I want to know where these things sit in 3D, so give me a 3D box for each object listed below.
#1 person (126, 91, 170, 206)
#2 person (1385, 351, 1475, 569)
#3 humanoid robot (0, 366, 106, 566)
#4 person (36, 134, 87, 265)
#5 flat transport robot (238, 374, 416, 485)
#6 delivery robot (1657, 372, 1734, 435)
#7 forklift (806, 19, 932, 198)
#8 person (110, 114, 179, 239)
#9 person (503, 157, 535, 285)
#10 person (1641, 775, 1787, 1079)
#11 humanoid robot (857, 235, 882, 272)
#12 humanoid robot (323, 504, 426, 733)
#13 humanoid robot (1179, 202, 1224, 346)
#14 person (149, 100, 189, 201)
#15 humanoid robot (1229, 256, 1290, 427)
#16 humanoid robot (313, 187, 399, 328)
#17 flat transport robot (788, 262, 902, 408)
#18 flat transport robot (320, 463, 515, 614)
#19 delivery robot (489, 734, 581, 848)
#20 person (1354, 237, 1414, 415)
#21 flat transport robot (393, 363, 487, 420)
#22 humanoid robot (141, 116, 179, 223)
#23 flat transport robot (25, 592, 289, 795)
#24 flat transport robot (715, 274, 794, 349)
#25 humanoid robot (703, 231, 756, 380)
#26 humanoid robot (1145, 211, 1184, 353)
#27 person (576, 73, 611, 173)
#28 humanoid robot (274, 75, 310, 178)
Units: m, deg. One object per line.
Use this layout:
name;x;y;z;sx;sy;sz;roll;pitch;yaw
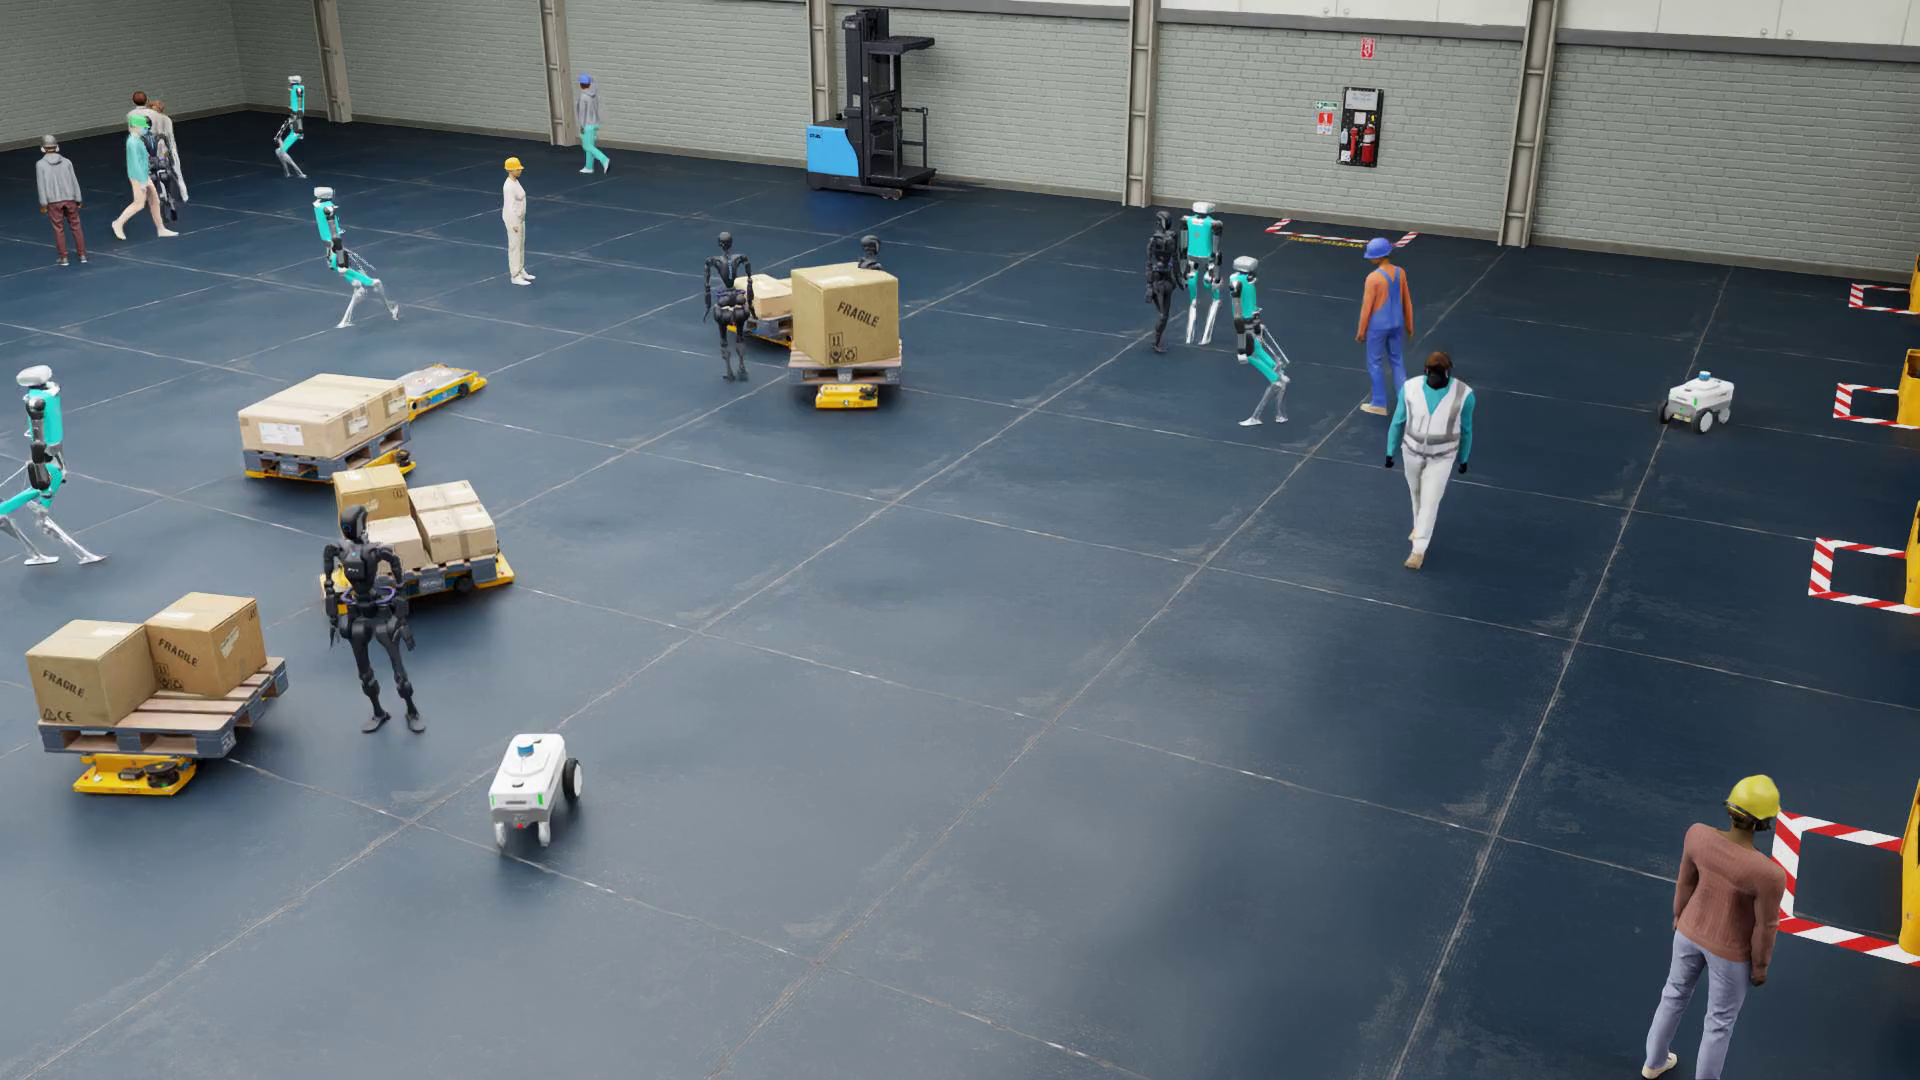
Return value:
person;-13.105;-6.313;26.882;0.517;1.830;0.363;-12;26;-26
person;3.918;-0.729;13.934;0.656;1.795;0.952;12;26;27
humanoid robot;-7.619;-0.533;13.563;0.781;1.783;0.545;-4;24;-10
person;-12.625;-4.777;23.339;0.548;1.806;0.380;-20;30;-39
flat transport robot;-5.997;-0.729;15.860;1.431;0.231;0.659;7;24;15
delivery robot;7.616;-1.429;17.140;0.807;0.606;0.499;-16;28;-32
forklift;-1.573;-7.292;27.850;1.873;2.768;1.129;12;26;25
person;-12.267;-5.383;24.720;0.839;1.834;0.544;-7;24;-15
person;-5.951;-4.282;22.330;0.336;1.693;0.480;-1;23;-3
person;3.602;1.892;7.875;0.341;1.758;0.518;-14;27;-29
humanoid robot;-1.057;-2.499;18.205;0.457;1.648;0.616;-12;26;-27
humanoid robot;-3.948;0.529;11.143;0.592;1.647;0.321;1;23;2
humanoid robot;2.910;-3.126;19.636;0.539;1.826;0.729;14;27;30
person;-13.100;-6.412;27.392;0.751;1.622;0.339;11;25;23
humanoid robot;3.144;-1.975;16.889;0.861;1.765;0.611;12;26;26
humanoid robot;-7.381;-3.482;20.452;0.915;1.791;0.549;-16;28;-33
flat transport robot;-1.242;-1.757;18.253;0.659;0.231;1.431;-1;23;-2
flat transport robot;-4.395;0.293;13.480;1.431;0.231;0.659;-11;26;-24
delivery robot;-2.662;1.500;10.292;0.499;0.582;0.773;-1;23;-1
person;4.446;-2.223;17.317;0.642;1.865;0.470;-10;25;-22
flat transport robot;-5.789;-1.581;17.843;0.659;0.231;1.431;9;25;20
humanoid robot;-12.400;-5.702;25.680;0.609;1.639;0.498;-16;28;-33
flat transport robot;-5.286;1.271;11.204;0.659;0.231;1.431;1;23;3
flat transport robot;-2.161;-2.566;20.136;1.431;0.231;0.659;21;31;40
humanoid robot;-2.563;-2.600;18.434;0.601;1.657;0.327;-9;25;-20
humanoid robot;2.381;-3.029;19.437;0.333;1.651;0.609;22;31;41
person;-6.495;-7.332;29.351;0.671;1.756;0.536;8;25;18
humanoid robot;-11.740;-7.165;28.996;0.784;1.785;0.530;-14;27;-29
